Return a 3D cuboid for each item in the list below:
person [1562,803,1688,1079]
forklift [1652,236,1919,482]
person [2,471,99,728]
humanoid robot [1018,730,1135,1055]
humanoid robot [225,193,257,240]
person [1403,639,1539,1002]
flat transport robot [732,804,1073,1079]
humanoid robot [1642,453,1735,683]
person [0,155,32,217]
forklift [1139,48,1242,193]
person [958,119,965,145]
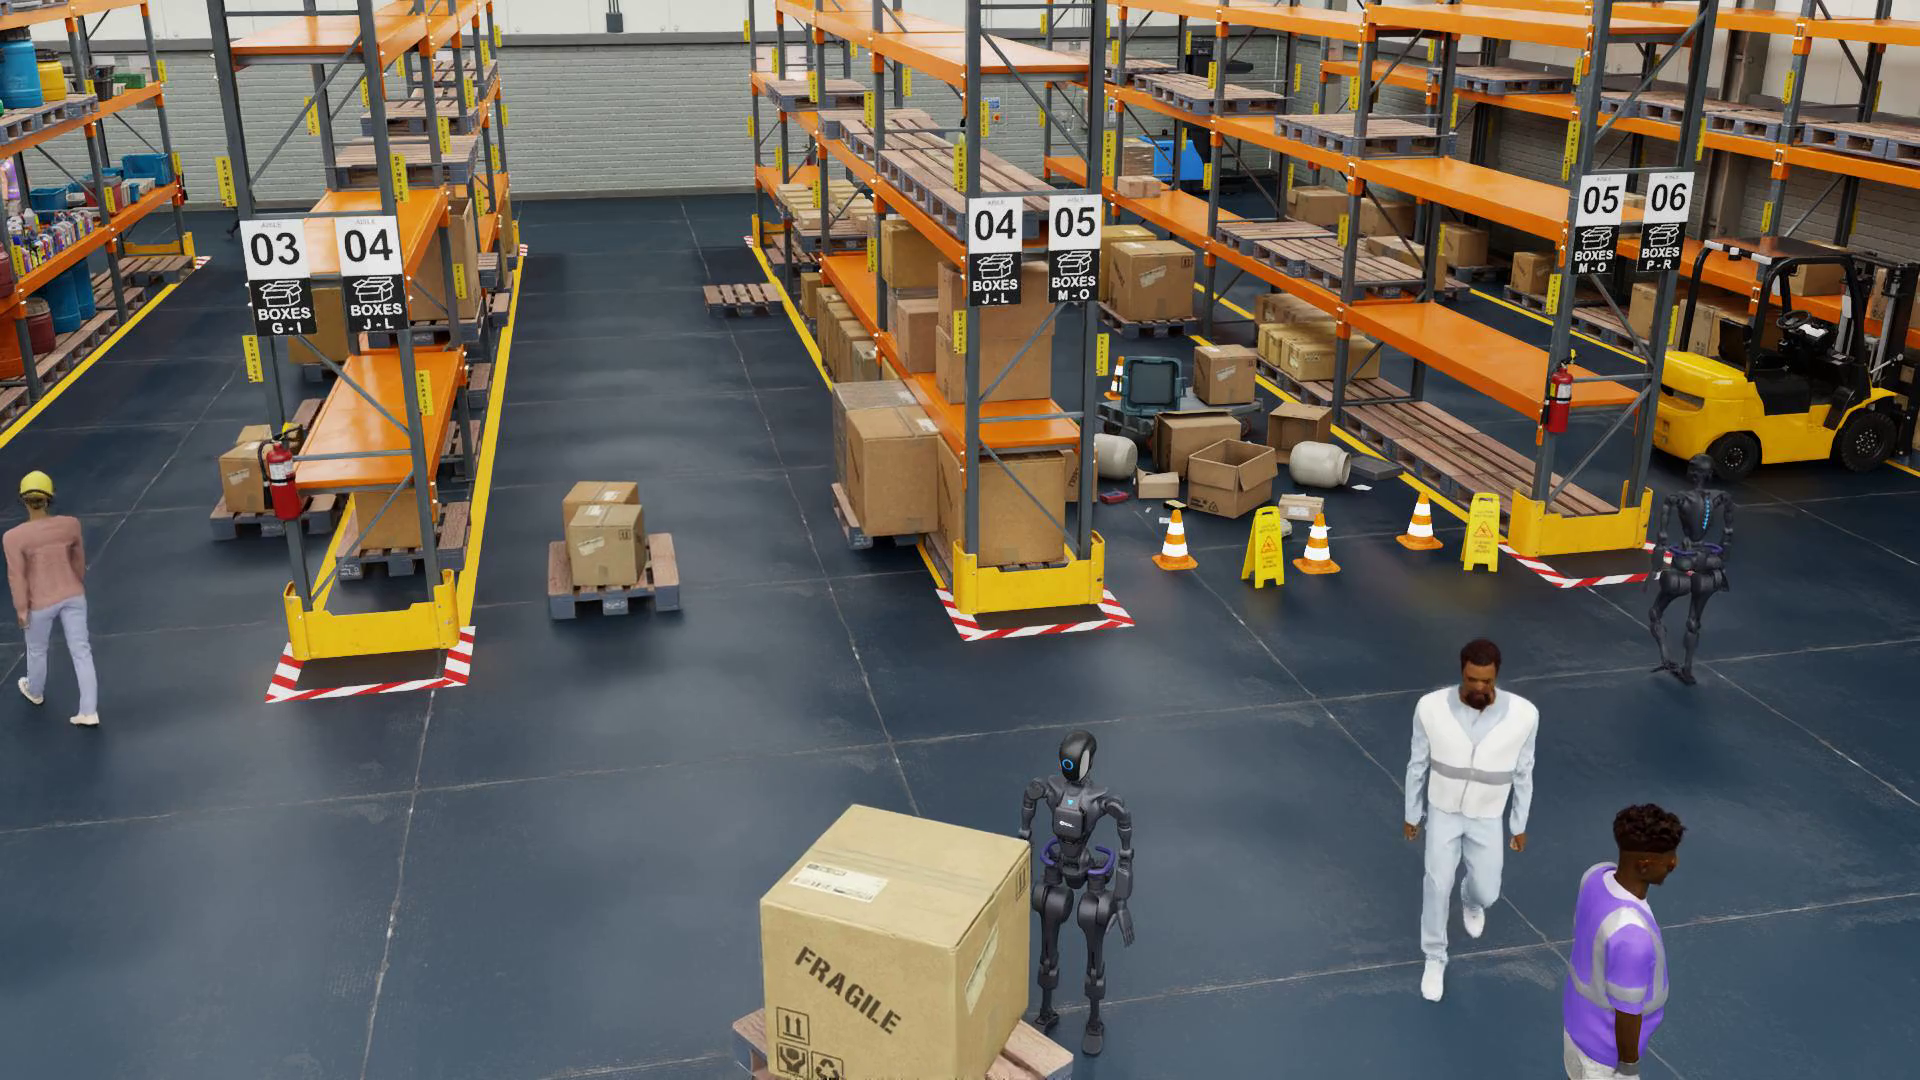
[{"bbox_3d":[2.578,1.927,6.581,0.368,1.965,0.602,2,20,5],"label":"person"},{"bbox_3d":[8.013,-1.814,16.330,2.313,2.155,1.214,-4,21,-12],"label":"forklift"},{"bbox_3d":[-6.080,0.377,11.098,0.912,1.702,0.537,15,25,35],"label":"person"},{"bbox_3d":[0.541,1.637,7.753,0.599,1.657,0.315,8,22,21],"label":"humanoid robot"},{"bbox_3d":[-12.172,-5.823,27.906,0.693,1.635,0.610,7,21,17],"label":"humanoid robot"},{"bbox_3d":[2.512,1.329,8.281,0.606,1.899,0.639,5,21,14],"label":"person"},{"bbox_3d":[-0.276,2.507,7.454,1.431,0.231,0.659,-17,26,-39],"label":"flat transport robot"},{"bbox_3d":[5.111,0.196,11.640,0.611,1.646,0.346,-2,20,-6],"label":"humanoid robot"},{"bbox_3d":[-15.367,-5.566,27.155,0.347,1.688,0.491,10,23,26],"label":"person"},{"bbox_3d":[4.566,-8.313,32.860,1.873,2.768,1.129,-4,21,-12],"label":"forklift"},{"bbox_3d":[0.101,-7.011,31.026,0.432,1.688,0.572,1,20,2],"label":"person"}]
